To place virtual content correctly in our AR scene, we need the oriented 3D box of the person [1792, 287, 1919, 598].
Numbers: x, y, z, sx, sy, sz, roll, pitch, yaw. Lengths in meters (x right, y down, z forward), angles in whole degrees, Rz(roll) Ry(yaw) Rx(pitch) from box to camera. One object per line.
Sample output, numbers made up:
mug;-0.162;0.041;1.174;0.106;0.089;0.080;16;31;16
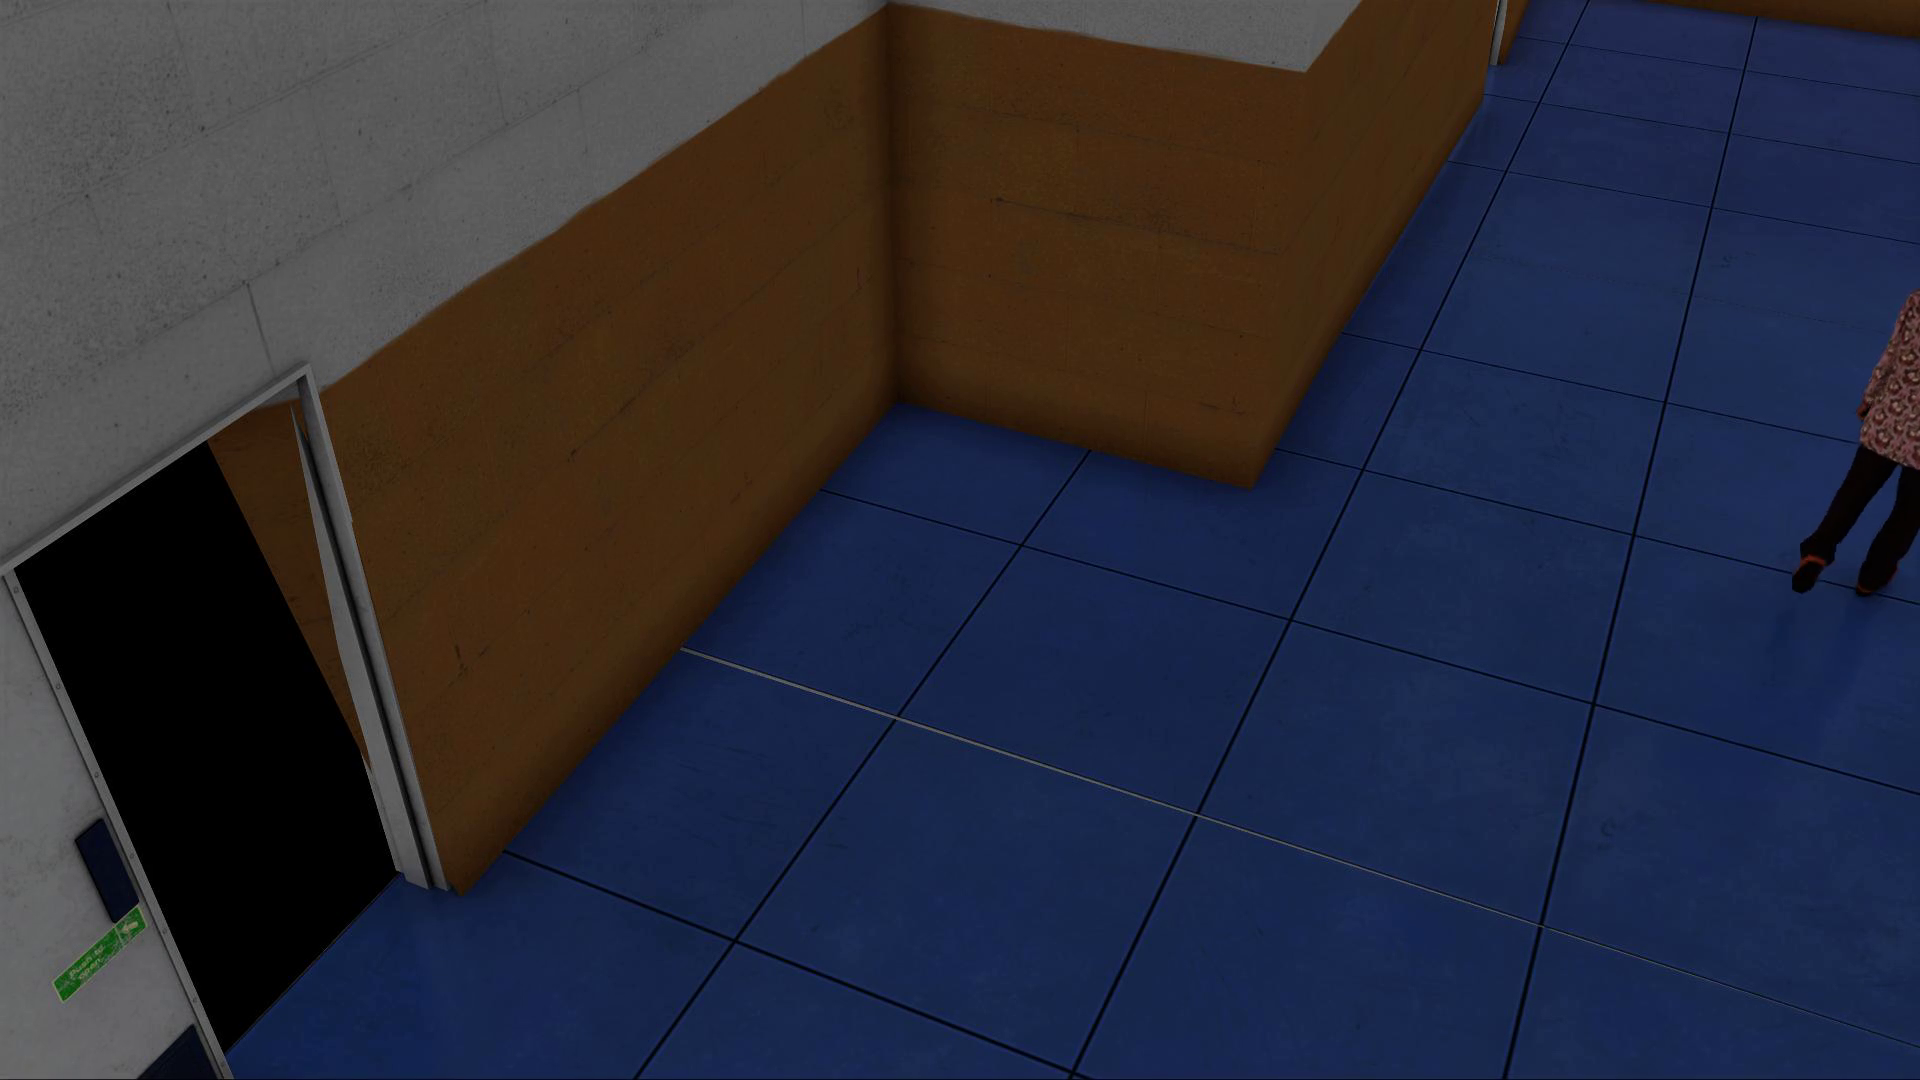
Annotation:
person;4.077;-0.451;7.166;0.994;1.791;1.004;-25;44;-30
